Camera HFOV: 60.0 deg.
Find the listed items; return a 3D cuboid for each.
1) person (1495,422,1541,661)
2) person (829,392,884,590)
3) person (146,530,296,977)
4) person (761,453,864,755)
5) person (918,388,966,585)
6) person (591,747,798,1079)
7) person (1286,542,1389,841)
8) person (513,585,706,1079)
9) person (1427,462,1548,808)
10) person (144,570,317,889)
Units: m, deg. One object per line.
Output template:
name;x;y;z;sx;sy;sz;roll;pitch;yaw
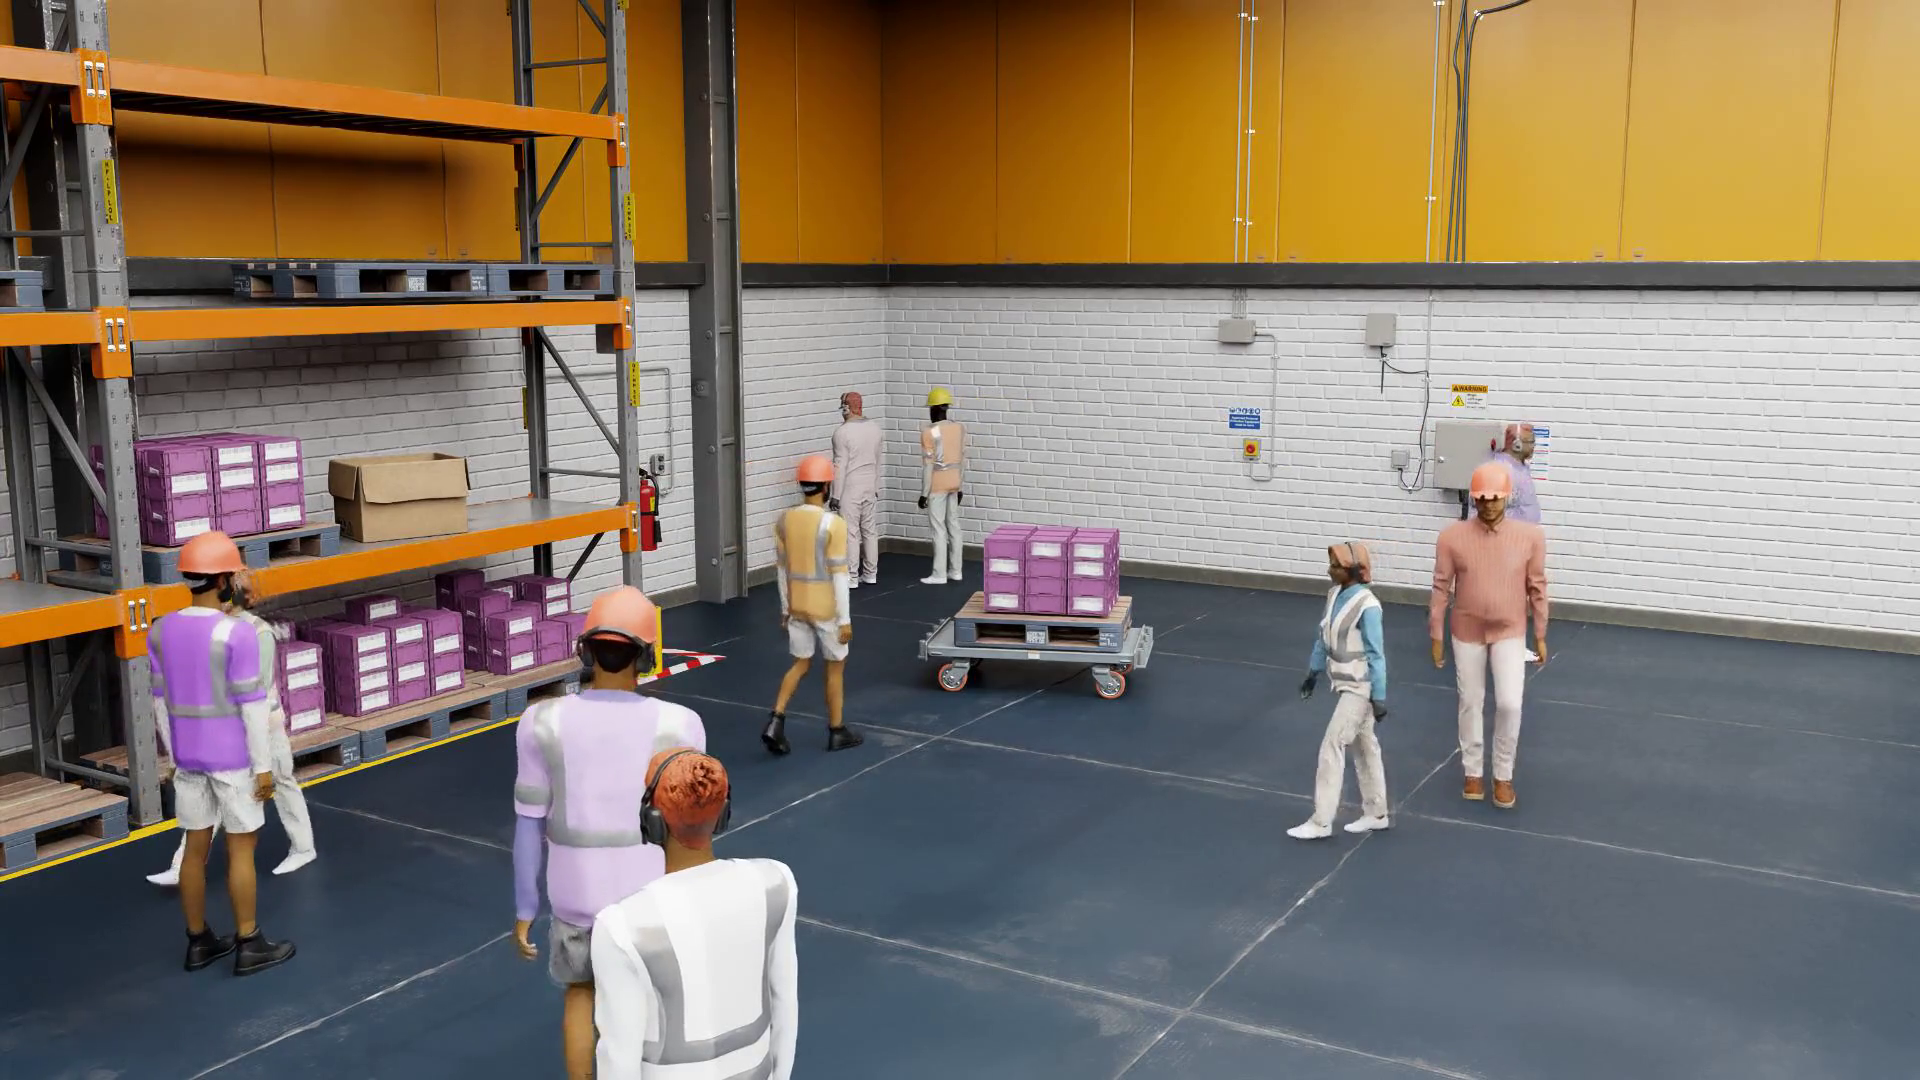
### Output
person;4.270;0.004;13.061;0.630;1.889;0.668;4;10;22
person;-1.025;-0.474;16.019;0.409;1.903;0.639;7;12;38
person;-3.201;0.919;7.212;0.551;1.933;0.378;3;9;17
person;-0.920;0.414;10.412;0.557;1.929;0.639;7;11;35
person;-0.193;-0.522;16.239;0.387;1.922;0.594;8;12;41
person;-0.658;1.435;4.157;0.572;1.883;0.356;-8;12;-41
person;2.017;0.811;8.899;0.732;1.613;0.527;-1;9;-5
person;-1.138;1.153;5.484;0.632;2.020;0.434;-1;9;-5
person;2.986;0.542;9.432;0.662;1.970;0.606;3;10;18
person;-3.576;0.935;8.172;0.517;1.597;0.847;5;11;30
